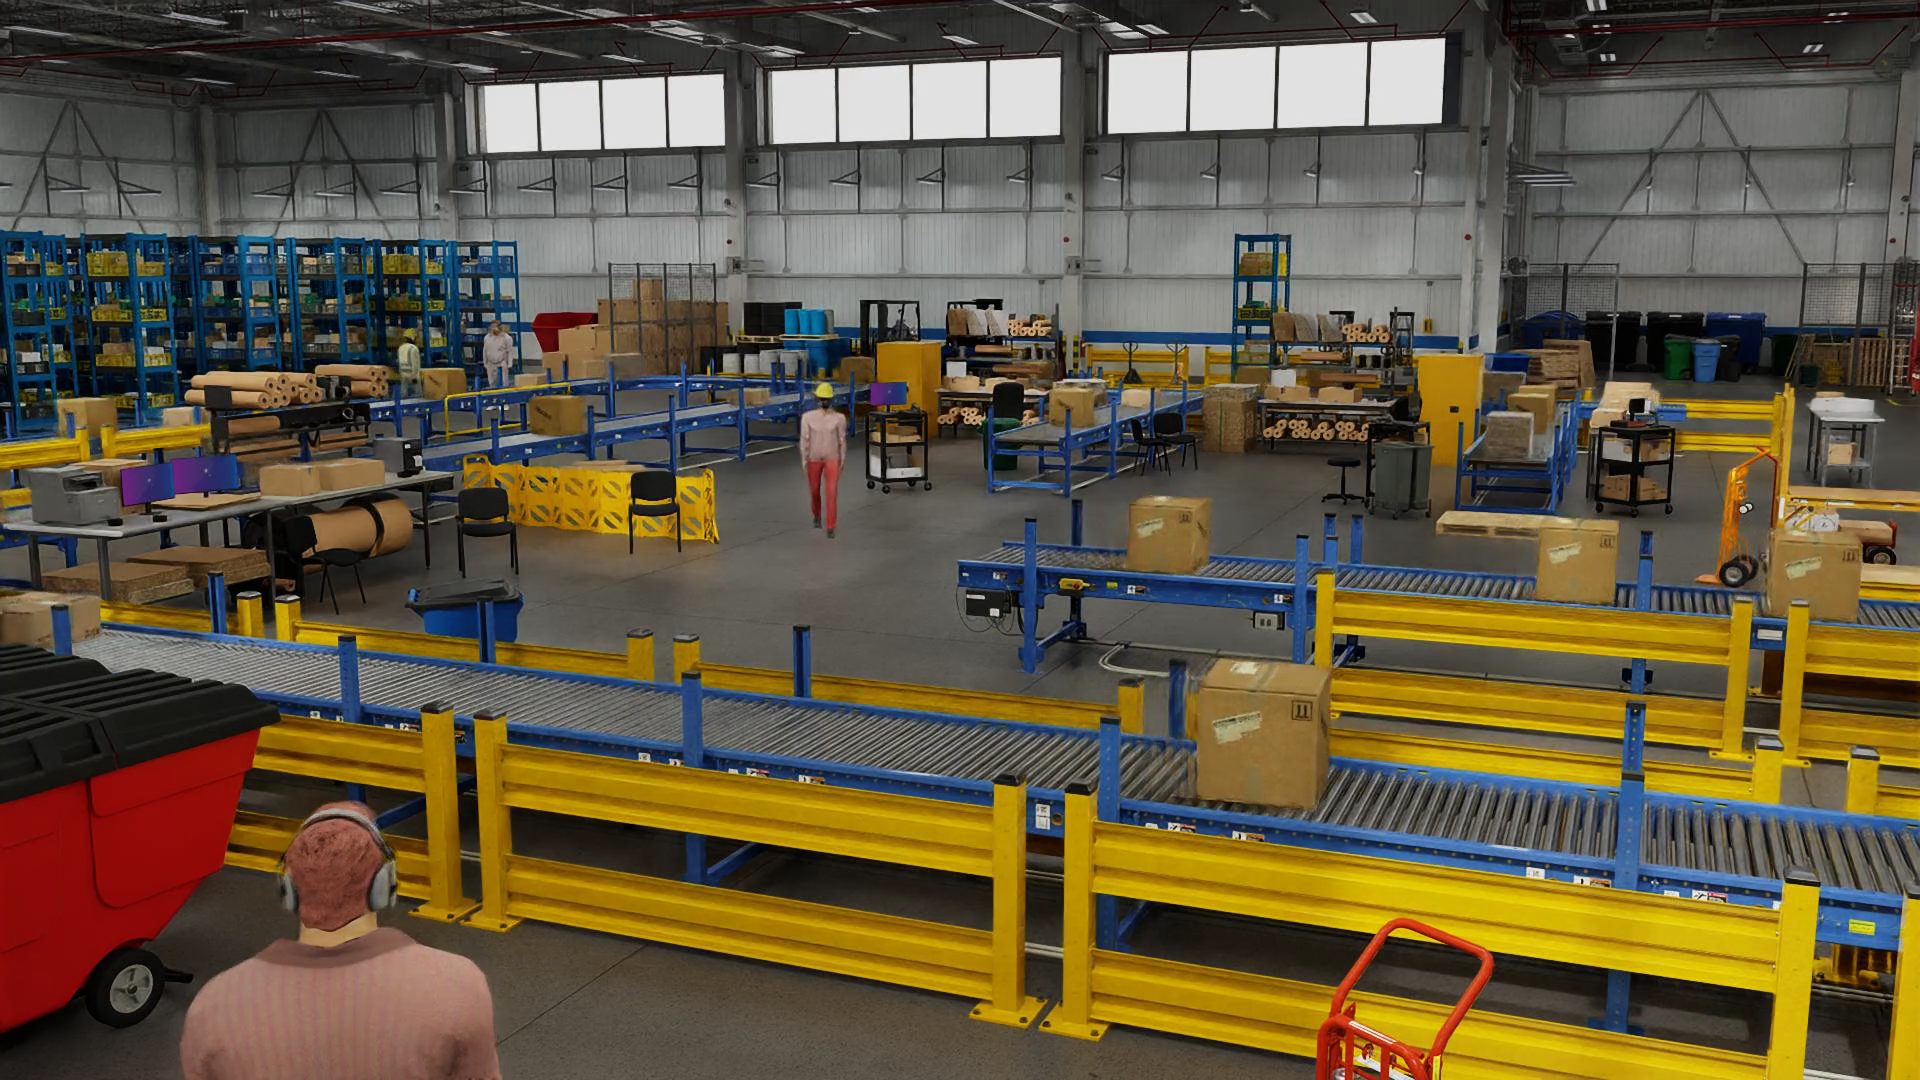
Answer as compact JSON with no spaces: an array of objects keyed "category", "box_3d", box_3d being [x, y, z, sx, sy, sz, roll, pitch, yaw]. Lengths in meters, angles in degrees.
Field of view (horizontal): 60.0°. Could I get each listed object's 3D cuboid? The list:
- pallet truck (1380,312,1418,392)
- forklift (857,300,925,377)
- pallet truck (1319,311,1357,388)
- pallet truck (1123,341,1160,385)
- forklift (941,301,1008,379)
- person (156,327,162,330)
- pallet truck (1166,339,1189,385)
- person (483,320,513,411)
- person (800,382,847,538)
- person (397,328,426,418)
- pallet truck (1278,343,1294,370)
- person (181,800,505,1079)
[{"category":"pallet truck","box_3d":[10.207,-4.283,38.369,0.823,1.965,1.885,3,10,20]},{"category":"forklift","box_3d":[-1.732,-5.109,42.468,1.157,1.987,2.680,4,10,22]},{"category":"pallet truck","box_3d":[9.071,-4.419,39.190,0.823,1.965,1.885,5,10,26]},{"category":"pallet truck","box_3d":[4.445,-4.380,41.279,0.680,1.201,1.601,4,10,22]},{"category":"forklift","box_3d":[0.365,-4.966,41.571,1.157,1.987,2.680,3,10,20]},{"category":"person","box_3d":[-17.900,-4.008,37.219,0.573,1.831,0.405,-7,11,-35]},{"category":"pallet truck","box_3d":[5.418,-4.269,40.420,0.704,1.261,1.522,3,10,20]},{"category":"person","box_3d":[-9.686,-3.654,34.828,0.639,1.911,0.406,1,9,7]},{"category":"person","box_3d":[-1.539,-0.927,18.796,0.519,1.743,0.766,0,9,-3]},{"category":"person","box_3d":[-10.965,-3.285,32.945,0.602,1.801,0.836,6,11,32]},{"category":"pallet truck","box_3d":[7.886,-4.163,39.743,0.653,1.274,1.630,4,10,22]},{"category":"person","box_3d":[-1.286,1.499,3.613,0.648,1.905,0.403,-2,9,-9]}]
